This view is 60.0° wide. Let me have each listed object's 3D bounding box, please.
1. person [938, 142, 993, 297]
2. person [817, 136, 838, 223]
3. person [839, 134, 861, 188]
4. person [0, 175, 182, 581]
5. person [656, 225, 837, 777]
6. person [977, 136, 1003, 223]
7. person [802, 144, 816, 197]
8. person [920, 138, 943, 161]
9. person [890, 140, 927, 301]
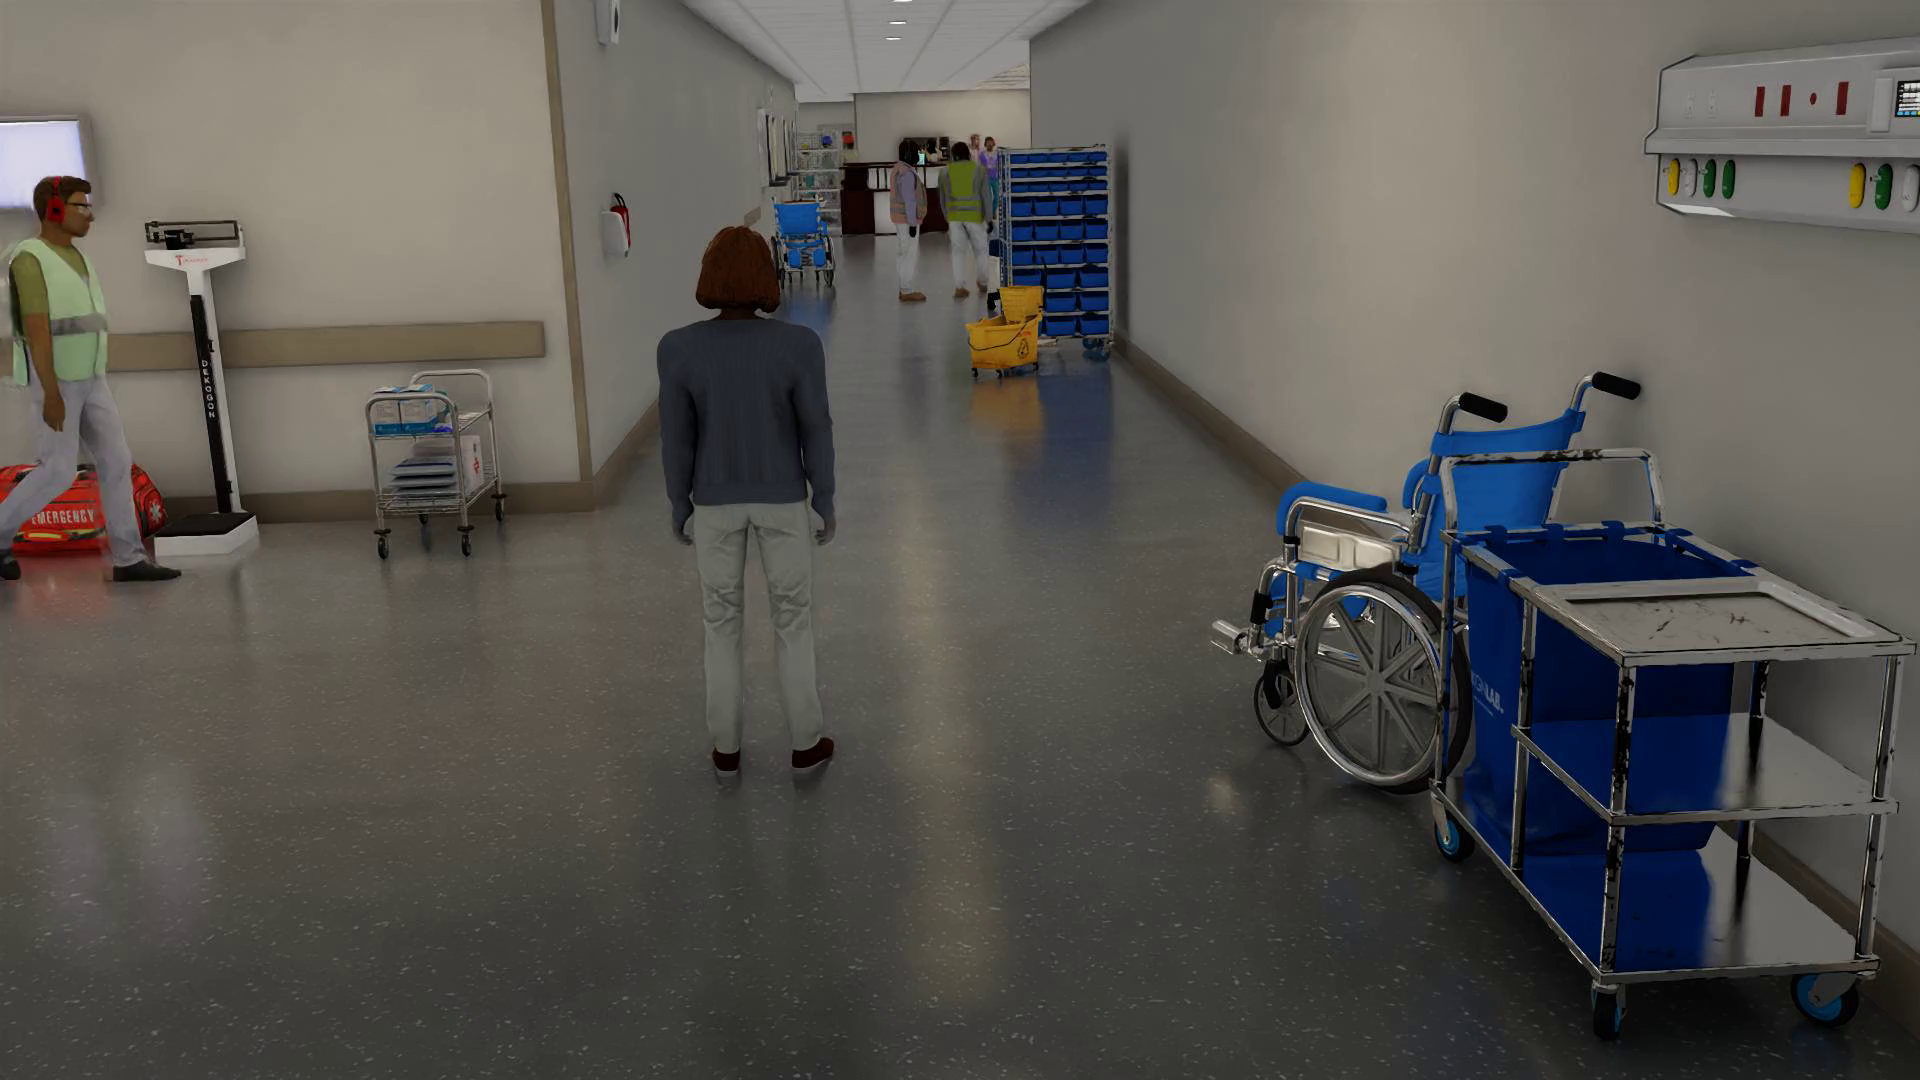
[{"bbox_3d":[0.086,-3.796,19.713,0.645,1.786,0.907,1,14,10],"label":"person"},{"bbox_3d":[-3.041,-8.225,37.939,0.406,1.946,0.608,-9,15,-26],"label":"person"},{"bbox_3d":[-2.483,-8.351,38.366,0.687,1.956,0.680,7,16,32],"label":"person"},{"bbox_3d":[-3.996,-0.681,7.329,0.809,1.812,0.596,-2,14,0],"label":"person"},{"bbox_3d":[-0.613,-0.097,4.907,0.507,1.633,0.278,-1,14,1],"label":"person"},{"bbox_3d":[0.661,-7.762,35.832,0.587,1.834,0.469,-4,14,-8],"label":"person"},{"bbox_3d":[-4.215,-10.090,46.160,0.378,1.755,0.540,3,14,19],"label":"person"},{"bbox_3d":[-0.623,-8.192,37.767,0.624,1.838,0.430,-9,16,-28],"label":"person"},{"bbox_3d":[-0.585,-3.690,19.267,0.431,1.836,0.619,-4,14,-12],"label":"person"}]
